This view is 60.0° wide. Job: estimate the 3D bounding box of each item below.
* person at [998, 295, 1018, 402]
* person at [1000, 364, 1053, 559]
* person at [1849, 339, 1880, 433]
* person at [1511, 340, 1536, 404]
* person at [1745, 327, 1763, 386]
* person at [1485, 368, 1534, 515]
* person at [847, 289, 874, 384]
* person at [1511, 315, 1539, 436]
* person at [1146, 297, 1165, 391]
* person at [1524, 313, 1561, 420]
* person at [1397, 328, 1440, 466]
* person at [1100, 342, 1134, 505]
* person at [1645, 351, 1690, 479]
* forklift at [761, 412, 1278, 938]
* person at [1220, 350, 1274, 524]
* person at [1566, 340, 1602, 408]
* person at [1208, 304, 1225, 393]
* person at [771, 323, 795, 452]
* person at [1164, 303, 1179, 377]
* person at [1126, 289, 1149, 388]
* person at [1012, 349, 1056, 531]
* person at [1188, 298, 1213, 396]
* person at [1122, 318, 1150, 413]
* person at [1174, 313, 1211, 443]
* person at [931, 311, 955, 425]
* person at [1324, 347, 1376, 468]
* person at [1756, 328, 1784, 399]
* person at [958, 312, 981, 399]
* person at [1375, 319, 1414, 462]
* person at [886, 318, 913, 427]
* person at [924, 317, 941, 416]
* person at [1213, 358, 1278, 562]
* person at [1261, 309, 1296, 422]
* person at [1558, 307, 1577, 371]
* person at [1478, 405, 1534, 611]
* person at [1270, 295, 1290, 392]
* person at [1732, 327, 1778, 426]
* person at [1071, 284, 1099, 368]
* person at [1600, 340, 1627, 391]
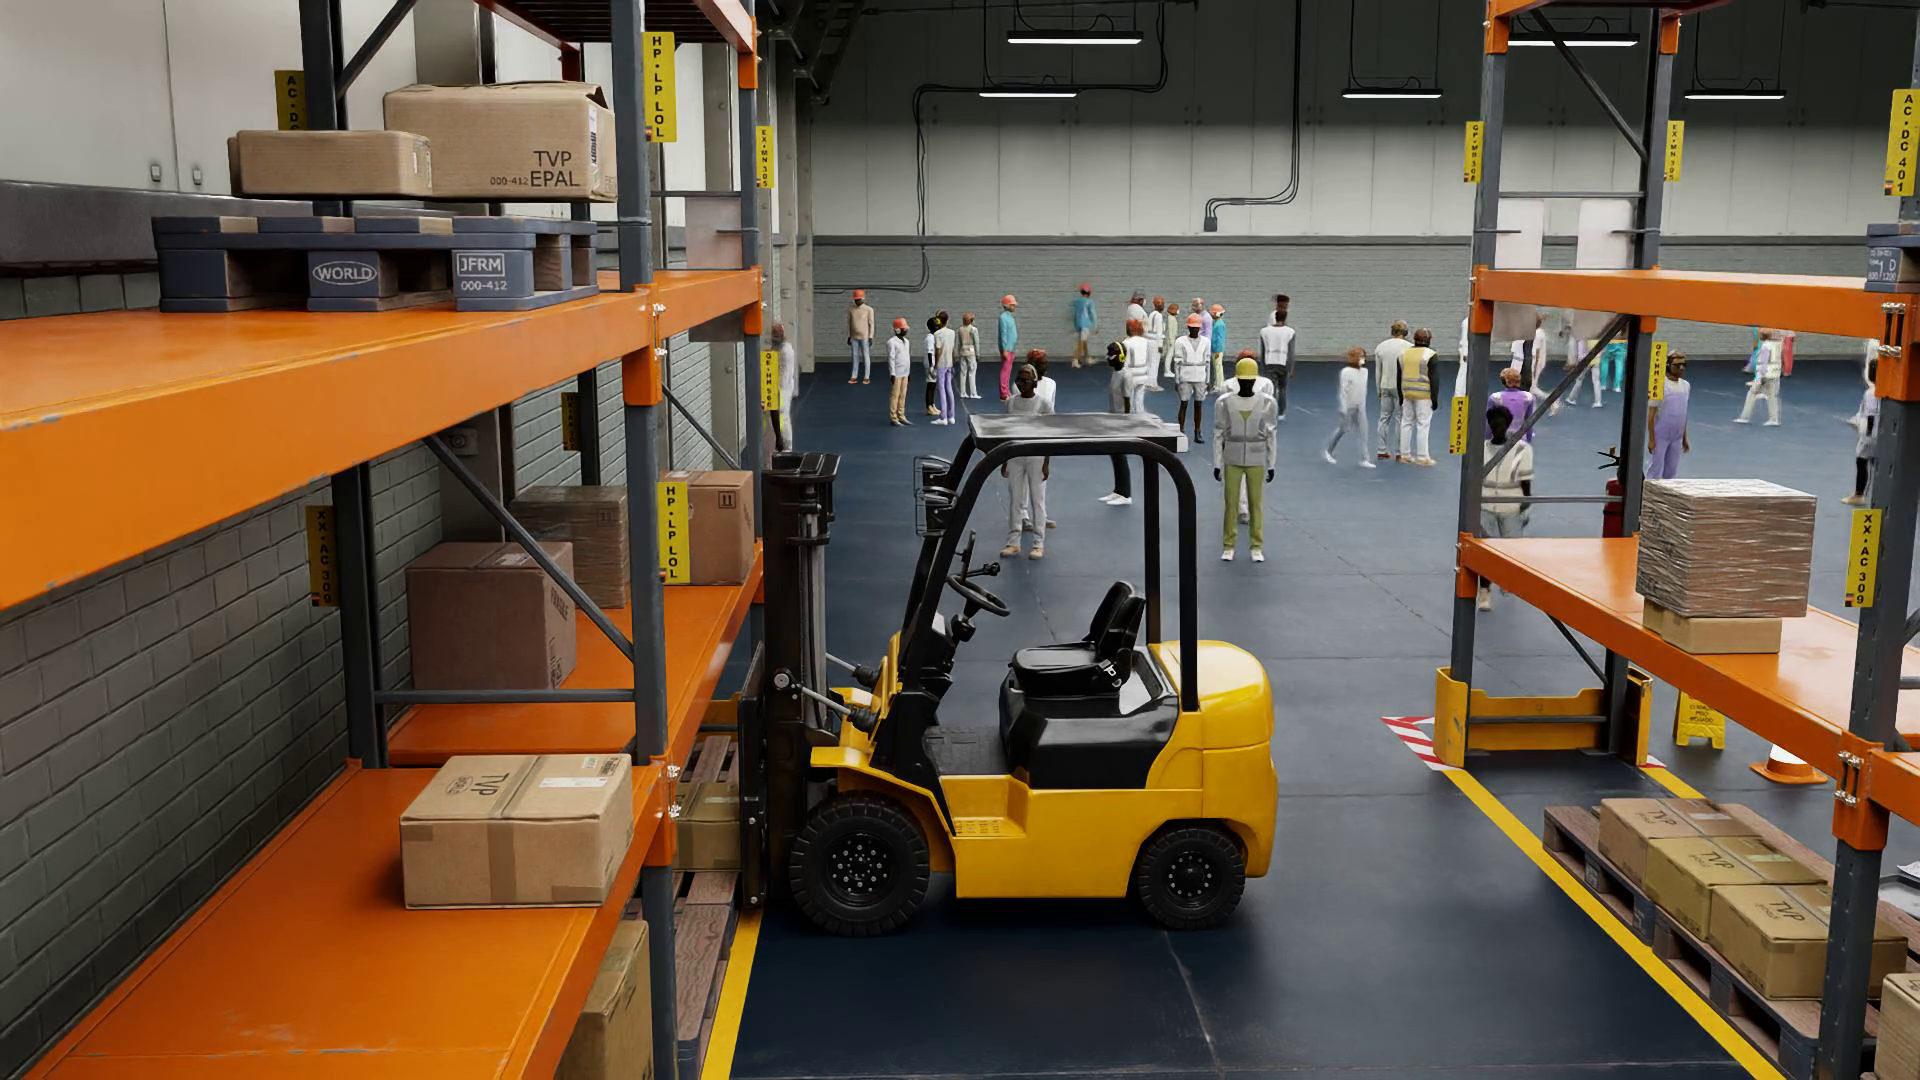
[{"bbox_3d":[0.898,-3.591,31.186,0.373,1.997,0.618,2,10,13],"label":"person"},{"bbox_3d":[0.623,-0.739,15.722,0.506,1.846,0.345,5,11,24],"label":"person"},{"bbox_3d":[13.870,-2.431,25.184,0.445,1.831,0.517,5,11,27],"label":"person"},{"bbox_3d":[10.424,-3.442,30.774,0.393,1.847,0.563,-2,10,-13],"label":"person"},{"bbox_3d":[16.632,-4.118,34.594,0.357,1.835,0.516,7,12,34],"label":"person"},{"bbox_3d":[5.959,-1.051,18.064,0.514,1.634,0.313,0,10,2],"label":"person"},{"bbox_3d":[-2.116,-4.284,35.081,0.610,1.985,0.393,4,11,23],"label":"person"},{"bbox_3d":[8.711,-2.559,25.687,0.396,1.911,0.588,1,10,7],"label":"person"},{"bbox_3d":[3.944,-3.941,33.492,0.343,1.877,0.577,-1,10,-7],"label":"person"},{"bbox_3d":[9.655,-2.879,27.705,0.645,1.828,0.504,4,11,22],"label":"person"},{"bbox_3d":[6.145,-1.911,22.265,0.429,1.839,0.634,-8,13,-38],"label":"person"},{"bbox_3d":[1.813,-1.325,18.955,0.326,1.859,0.524,-2,10,-10],"label":"person"},{"bbox_3d":[7.506,-1.080,17.622,0.504,1.847,0.345,-4,11,-20],"label":"person"},{"bbox_3d":[0.291,0.548,7.580,2.313,2.155,1.214,0,10,-2],"label":"forklift"},{"bbox_3d":[3.080,-1.135,17.941,0.574,1.853,0.913,0,10,-1],"label":"person"},{"bbox_3d":[11.394,-3.202,30.153,0.542,1.589,0.876,-2,10,-11],"label":"person"},{"bbox_3d":[5.079,-3.786,32.950,0.324,1.752,0.560,0,10,0],"label":"person"},{"bbox_3d":[-2.511,-2.066,23.057,0.397,1.882,0.766,-3,11,-15],"label":"person"},{"bbox_3d":[4.707,-4.435,36.932,0.279,1.627,0.499,2,10,13],"label":"person"},{"bbox_3d":[3.673,-4.130,34.066,0.536,2.000,0.688,-2,10,-8],"label":"person"},{"bbox_3d":[0.789,-1.044,17.322,0.586,1.881,0.340,-9,14,-41],"label":"person"},{"bbox_3d":[4.631,-3.750,32.352,0.401,1.901,0.641,-4,11,-22],"label":"person"},{"bbox_3d":[2.560,-2.359,24.701,0.575,1.867,0.503,-7,12,-35],"label":"person"},{"bbox_3d":[3.453,-2.387,24.652,0.553,1.934,0.364,-1,10,-5],"label":"person"},{"bbox_3d":[-0.283,-2.820,27.266,0.310,1.862,0.532,8,13,36],"label":"person"},{"bbox_3d":[5.224,-1.790,22.263,0.512,1.601,0.818,-6,12,-30],"label":"person"},{"bbox_3d":[15.465,-3.553,31.679,0.287,1.746,0.487,-2,10,-9],"label":"person"},{"bbox_3d":[0.171,-3.513,31.738,0.510,1.644,0.308,9,14,41],"label":"person"},{"bbox_3d":[5.953,-2.037,22.714,0.626,1.934,0.376,10,14,44],"label":"person"},{"bbox_3d":[-0.965,-2.722,27.029,0.335,1.749,0.563,6,12,29],"label":"person"},{"bbox_3d":[-0.460,-2.993,28.694,0.317,1.696,0.537,2,10,11],"label":"person"},{"bbox_3d":[2.657,-0.742,15.546,0.588,1.918,0.402,2,10,10],"label":"person"},{"bbox_3d":[5.305,-2.912,27.743,0.581,1.866,0.947,3,11,16],"label":"person"},{"bbox_3d":[14.142,-4.865,38.567,0.906,1.885,0.707,-6,12,-31],"label":"person"},{"bbox_3d":[4.377,-0.272,13.556,0.550,1.683,0.475,4,11,22],"label":"person"},{"bbox_3d":[6.335,-3.922,33.186,0.454,1.934,0.679,2,10,13],"label":"person"},{"bbox_3d":[13.006,-2.662,27.087,0.781,1.605,0.526,9,14,42],"label":"person"},{"bbox_3d":[2.978,-5.105,39.671,1.068,1.985,0.637,-9,14,-43],"label":"person"},{"bbox_3d":[13.172,-3.954,33.544,0.596,1.880,0.868,1,10,3],"label":"person"}]
